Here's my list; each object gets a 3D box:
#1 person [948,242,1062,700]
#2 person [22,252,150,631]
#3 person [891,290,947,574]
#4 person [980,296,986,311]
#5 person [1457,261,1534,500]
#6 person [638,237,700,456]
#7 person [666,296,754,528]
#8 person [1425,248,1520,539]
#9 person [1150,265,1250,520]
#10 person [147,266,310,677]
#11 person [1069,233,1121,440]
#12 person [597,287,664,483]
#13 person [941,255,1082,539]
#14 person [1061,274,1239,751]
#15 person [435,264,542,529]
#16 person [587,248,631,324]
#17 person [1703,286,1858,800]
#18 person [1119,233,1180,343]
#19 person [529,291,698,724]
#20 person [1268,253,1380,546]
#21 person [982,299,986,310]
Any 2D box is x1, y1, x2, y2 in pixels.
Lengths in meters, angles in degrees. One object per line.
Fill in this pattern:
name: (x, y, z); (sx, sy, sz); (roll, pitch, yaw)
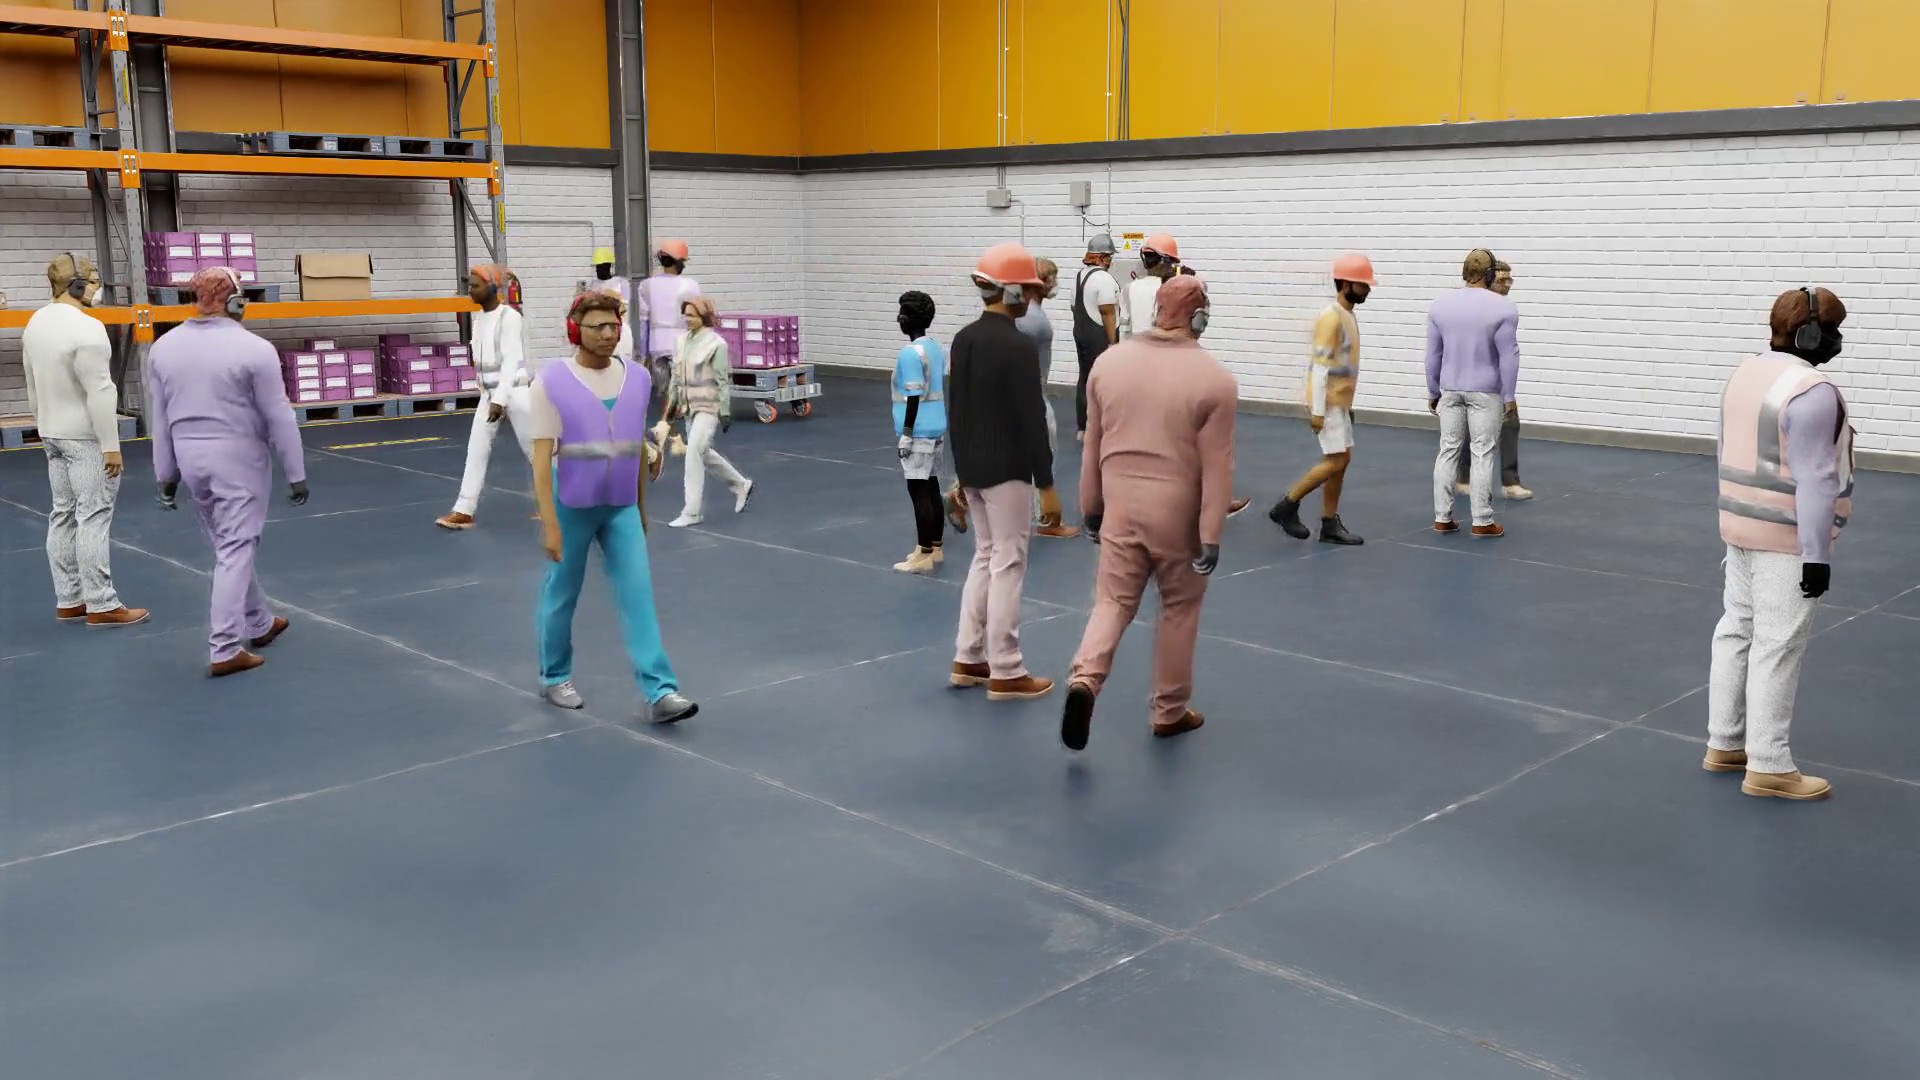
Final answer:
person: (0.181, -0.289, 7.257); (0.401, 1.992, 0.635); (-5, 12, -27)
person: (-4.535, -0.504, 8.574); (0.635, 1.936, 0.354); (7, 12, 33)
person: (-0.250, -0.644, 9.994); (0.316, 1.695, 0.541); (3, 11, 16)
person: (0.316, -1.592, 15.337); (0.267, 1.631, 0.507); (-2, 11, -9)
person: (4.106, -1.200, 12.673); (0.549, 1.818, 0.793); (-5, 11, -24)
person: (-2.637, -1.714, 14.990); (0.606, 2.016, 0.877); (3, 11, 17)
person: (-1.762, -0.917, 11.714); (0.737, 1.607, 0.518); (-10, 14, -43)
person: (3.423, -0.974, 11.134); (0.636, 1.938, 0.355); (9, 14, 41)
person: (1.532, -0.963, 11.424); (1.002, 1.809, 0.522); (0, 10, 0)
person: (-3.378, -0.345, 7.888); (0.670, 1.870, 0.897); (3, 11, 15)
person: (1.388, -1.965, 16.262); (0.536, 2.000, 0.673); (-4, 11, -23)
person: (-2.666, -1.177, 13.095); (0.536, 1.620, 0.508); (-9, 14, -40)
person: (0.349, -0.922, 10.960); (0.883, 1.903, 0.657); (-1, 10, -7)
person: (0.722, -0.086, 6.476); (0.695, 1.872, 0.805); (7, 12, 32)
person: (-3.188, -0.996, 11.588); (0.578, 1.832, 1.026); (8, 13, 38)
person: (-4.019, -2.402, 19.093); (0.588, 1.883, 0.988); (3, 11, 18)
person: (2.995, 0.005, 6.060); (0.429, 1.842, 0.630); (0, 10, -1)
person: (1.495, -1.305, 12.680); (0.605, 2.034, 0.390); (10, 14, 44)
person: (-1.493, -0.124, 6.898); (0.594, 1.788, 0.977); (-9, 14, -42)
person: (2.409, -0.902, 10.811); (0.564, 1.914, 0.584); (5, 11, 24)
person: (0.516, -2.105, 17.593); (0.591, 1.833, 0.403); (8, 13, 36)
